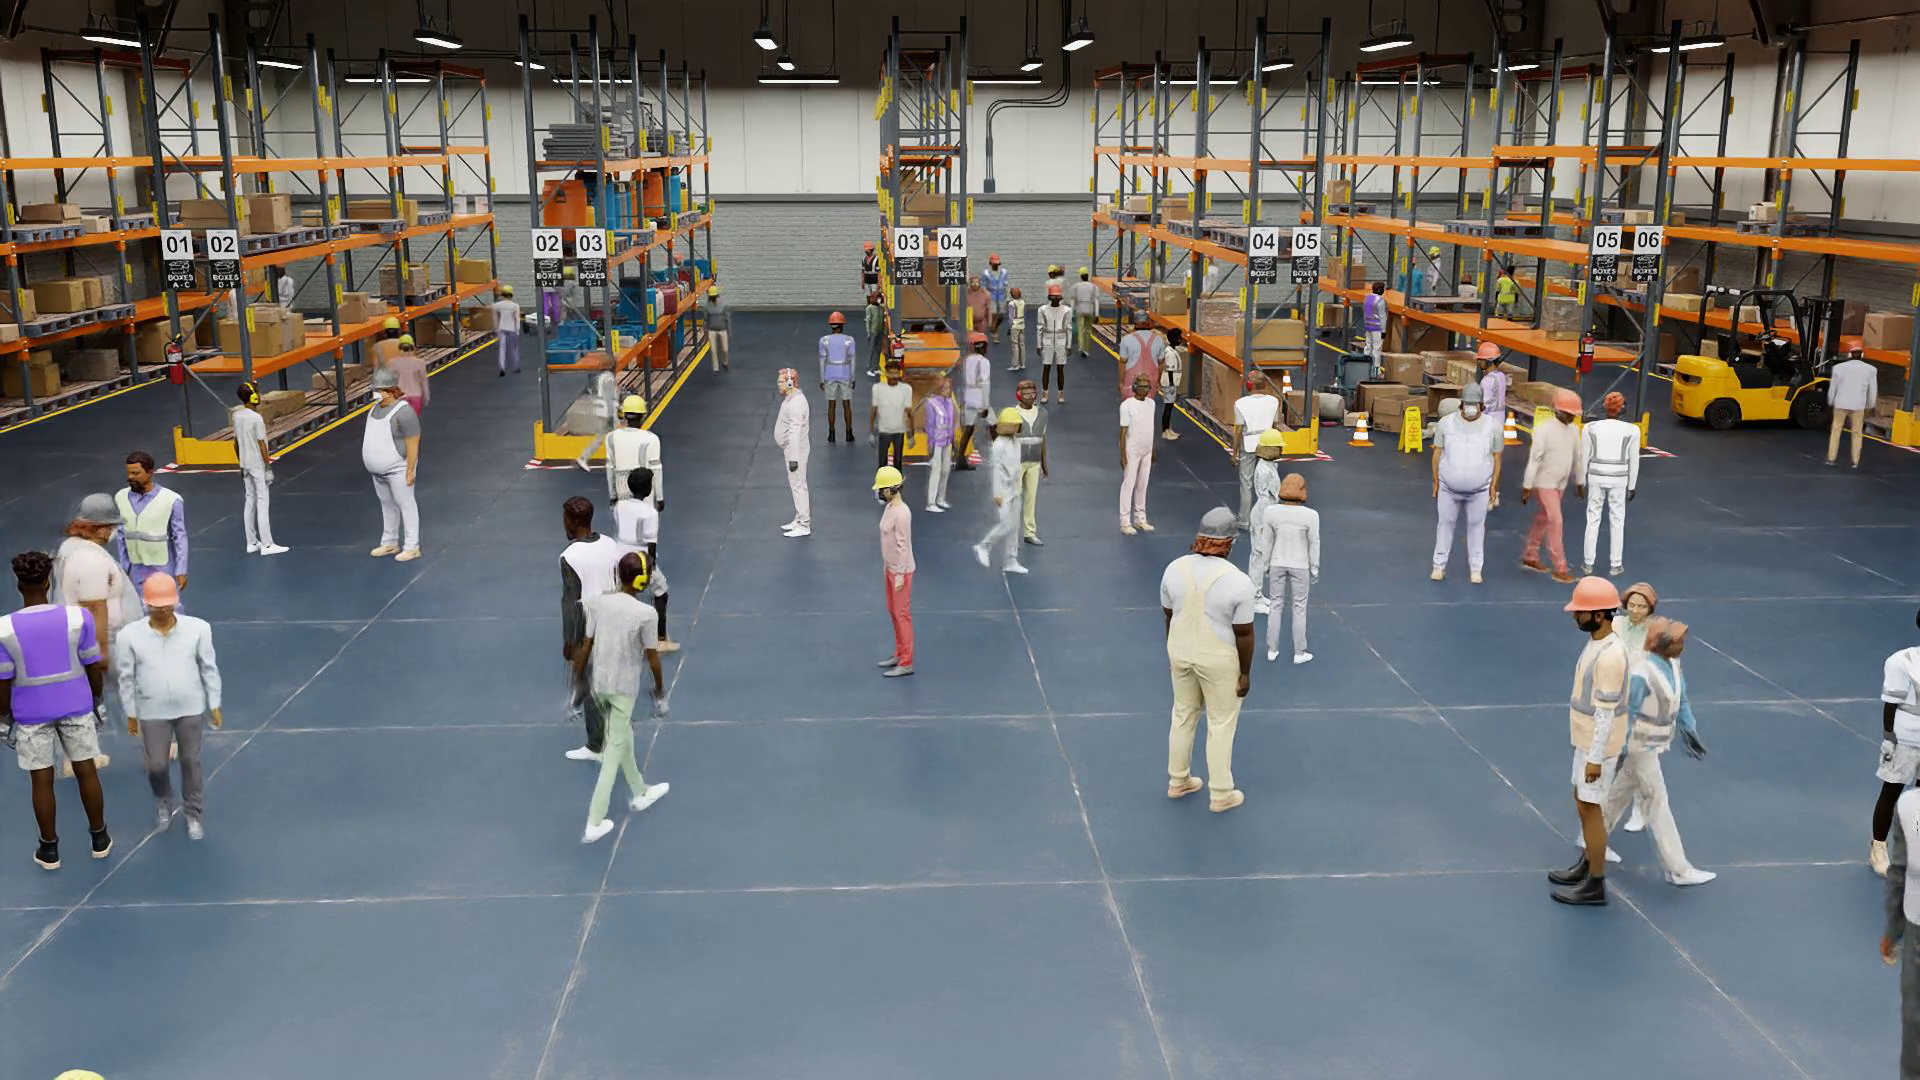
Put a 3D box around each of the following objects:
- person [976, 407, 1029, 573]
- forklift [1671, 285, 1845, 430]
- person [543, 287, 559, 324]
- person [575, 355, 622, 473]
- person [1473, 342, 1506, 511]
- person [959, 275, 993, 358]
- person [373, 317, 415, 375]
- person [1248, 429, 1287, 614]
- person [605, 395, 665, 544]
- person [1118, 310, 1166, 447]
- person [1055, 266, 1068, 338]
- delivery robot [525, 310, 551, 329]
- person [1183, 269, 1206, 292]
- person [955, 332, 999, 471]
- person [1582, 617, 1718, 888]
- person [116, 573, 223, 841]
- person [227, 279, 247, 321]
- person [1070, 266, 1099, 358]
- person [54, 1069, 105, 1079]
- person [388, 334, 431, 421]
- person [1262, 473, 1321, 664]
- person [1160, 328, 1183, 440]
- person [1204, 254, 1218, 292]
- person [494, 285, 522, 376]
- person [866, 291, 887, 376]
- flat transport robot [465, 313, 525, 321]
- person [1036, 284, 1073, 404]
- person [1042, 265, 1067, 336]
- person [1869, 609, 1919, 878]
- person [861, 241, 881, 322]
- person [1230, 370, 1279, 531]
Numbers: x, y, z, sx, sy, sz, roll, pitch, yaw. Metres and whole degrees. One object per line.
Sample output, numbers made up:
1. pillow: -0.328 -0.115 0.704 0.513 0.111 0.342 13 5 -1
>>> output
1. person: 0.467 -0.514 17.090 0.458 1.730 0.500 9 16 32
2. forklift: 12.503 -2.886 26.166 2.313 2.155 1.214 -1 13 -3
3. person: -10.183 -6.200 41.148 0.563 1.752 0.324 -9 16 -32
4. person: -4.809 -1.692 22.388 0.789 1.597 0.565 -7 15 -28
5. person: 6.351 -1.367 20.089 0.419 2.034 0.605 8 16 32
6. person: 0.320 -4.193 32.392 0.647 1.877 0.814 -1 13 -3
7. person: -8.235 -2.315 24.352 0.623 1.903 0.682 -2 13 -10
8. person: 2.894 -0.188 15.700 0.307 1.745 0.484 3 14 14
9. person: -3.232 -0.485 16.591 0.590 1.917 0.397 4 14 17
10. person: 2.621 -2.363 24.276 0.686 2.000 0.535 -3 14 -14
11. person: 2.295 -5.493 38.396 0.308 1.639 0.524 -7 15 -26
12. delivery robot: -9.954 -5.187 39.223 0.477 0.478 0.707 -11 17 -40
13. person: 5.379 -5.555 38.135 0.584 1.883 0.337 11 17 40
14. person: 0.309 -1.882 22.624 0.941 1.859 0.561 -9 16 -34
15. person: 4.183 1.249 9.949 0.870 1.586 0.524 11 17 40
16. person: -4.949 1.047 10.467 0.580 1.737 0.360 -7 15 -29
17. person: -13.880 -4.171 32.065 0.403 1.987 0.616 -4 14 -15
18. person: 2.607 -4.747 34.688 0.593 1.900 0.794 -1 13 -2
19. person: -2.501 2.354 4.882 0.526 1.769 0.328 -8 16 -31
20. person: -7.774 -2.041 23.548 0.543 1.730 0.778 -2 13 -9
21. person: 2.806 0.240 14.124 0.499 1.633 0.289 7 15 26
22. person: 3.161 -2.336 24.925 0.321 1.686 0.539 2 13 9
23. person: 5.769 -5.698 38.707 0.409 1.903 0.639 5 14 20
24. person: -8.725 -4.039 32.041 0.525 1.729 0.870 0 13 0
25. person: -1.611 -3.977 31.985 0.269 1.632 0.505 11 17 40
26. flat transport robot: -11.700 -5.633 41.922 1.431 0.197 0.652 6 15 24
27. person: 1.611 -3.343 28.414 0.614 2.048 0.361 1 13 3
28. person: 2.115 -5.286 37.296 0.520 1.746 0.451 -12 18 -40
29. person: 5.751 1.193 9.953 0.538 1.696 0.317 -1 13 -6
30. person: -2.240 -6.455 41.652 0.612 2.030 0.408 10 16 35
31. person: 3.360 -1.014 18.977 0.569 1.844 0.377 -6 14 -22
